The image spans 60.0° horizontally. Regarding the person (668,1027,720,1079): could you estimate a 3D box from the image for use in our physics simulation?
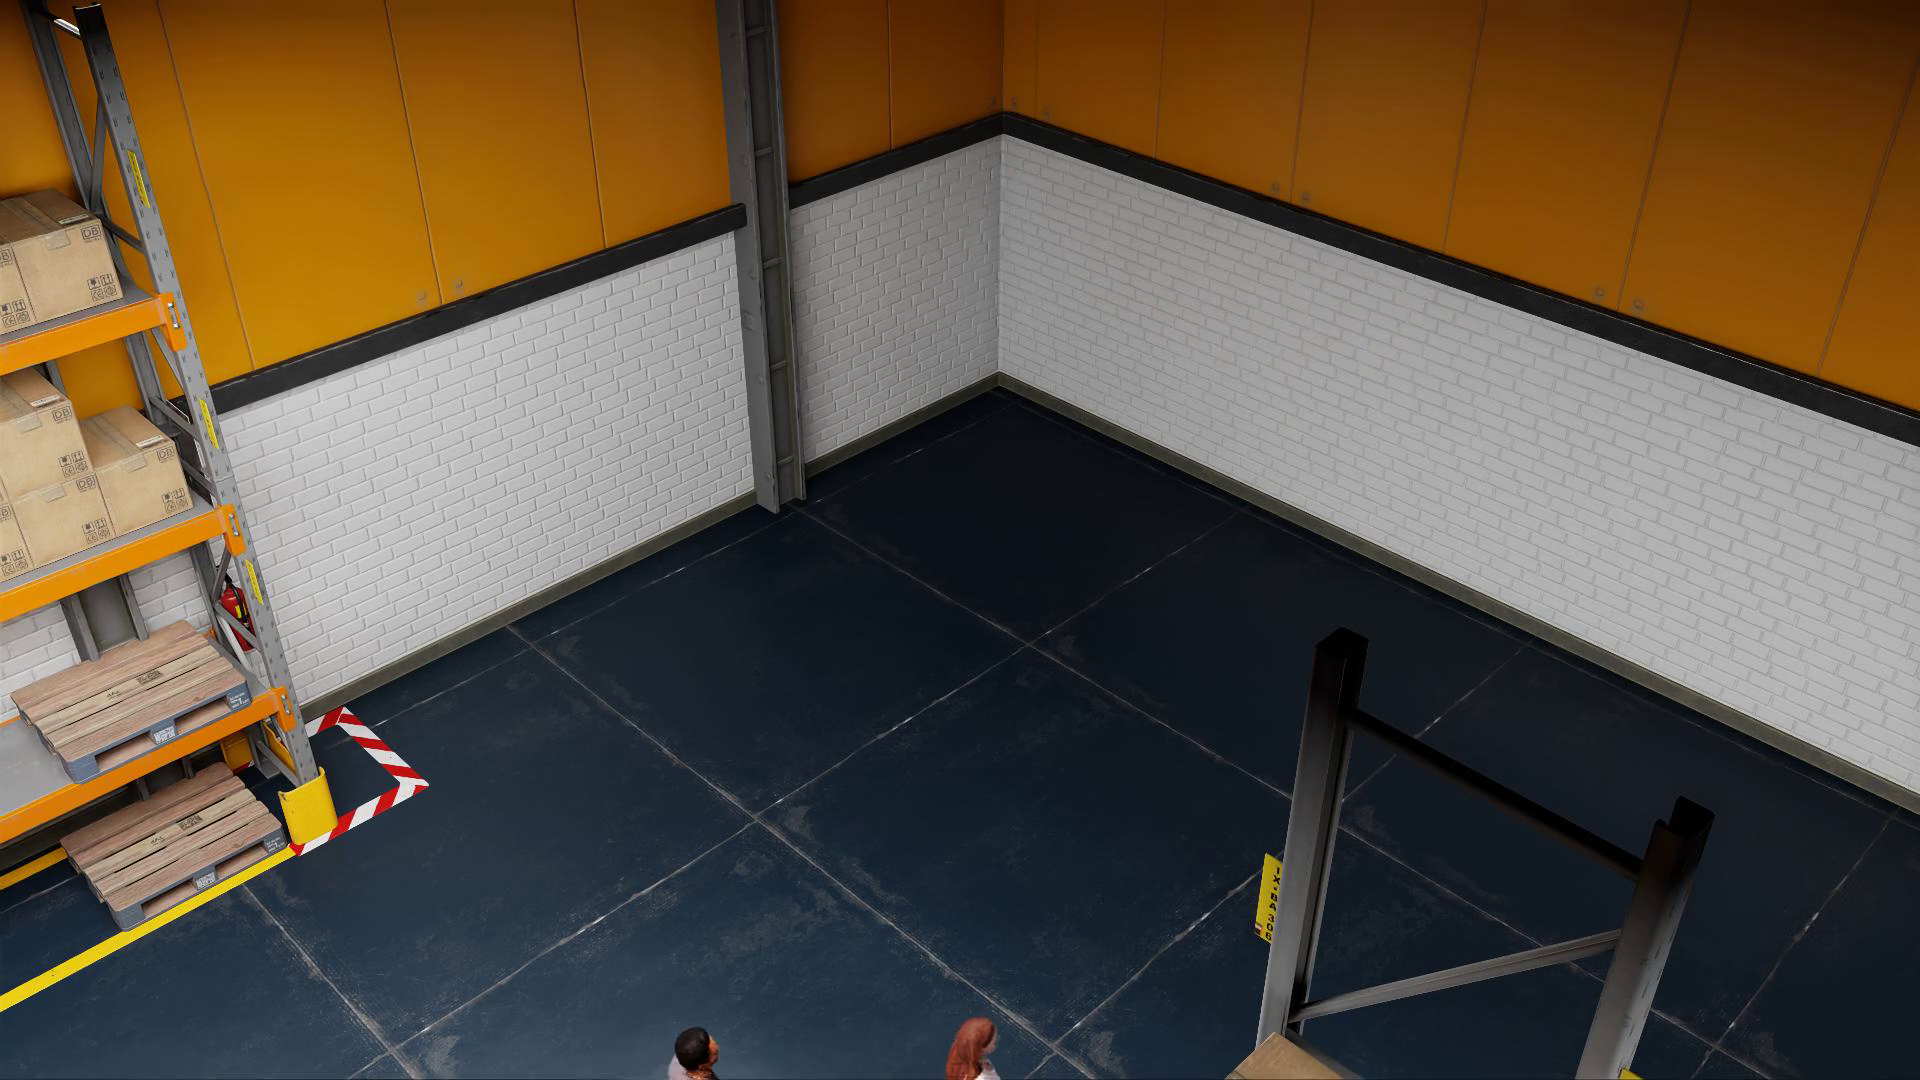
[{"bbox_3d":[-1.449,3.310,8.951,0.850,1.723,1.183,-28,43,-36],"label":"person"}]

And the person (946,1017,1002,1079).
[{"bbox_3d":[0.088,3.221,9.051,0.622,1.759,0.657,-13,36,-19],"label":"person"}]
